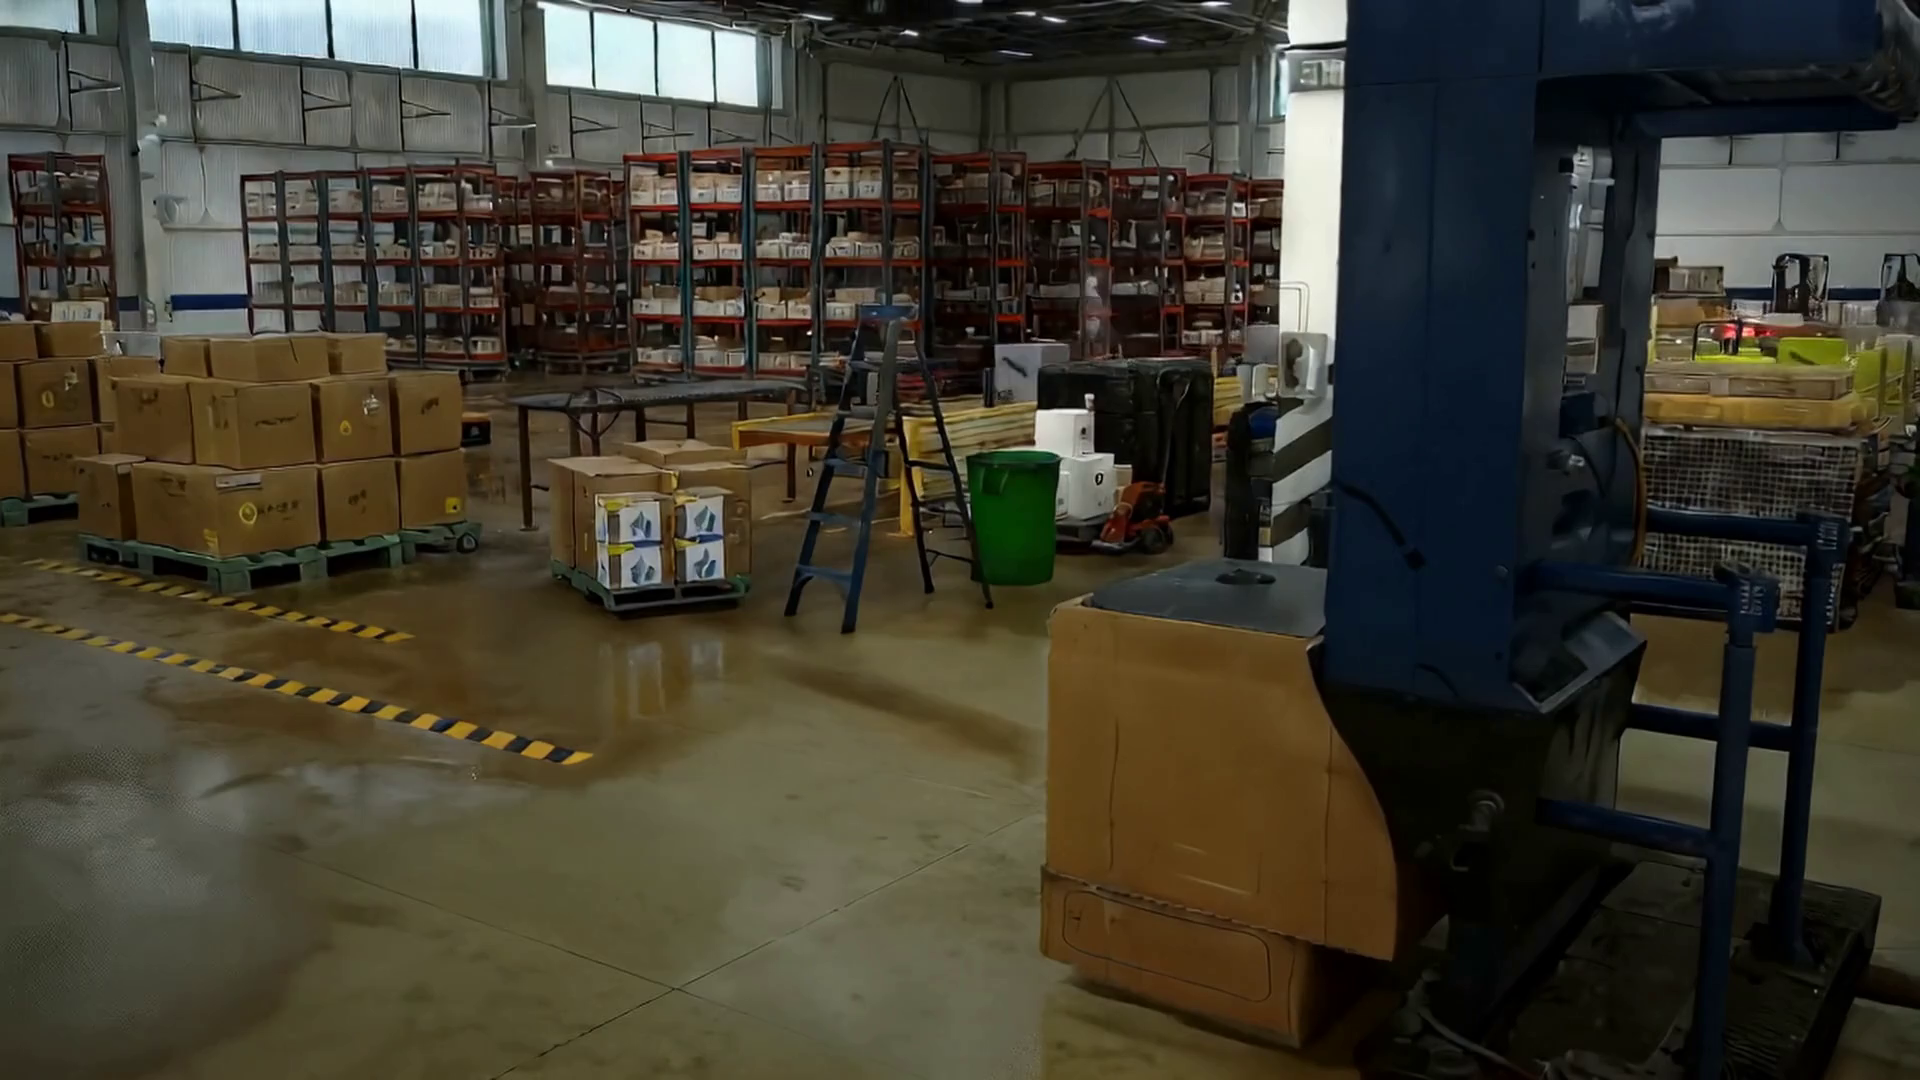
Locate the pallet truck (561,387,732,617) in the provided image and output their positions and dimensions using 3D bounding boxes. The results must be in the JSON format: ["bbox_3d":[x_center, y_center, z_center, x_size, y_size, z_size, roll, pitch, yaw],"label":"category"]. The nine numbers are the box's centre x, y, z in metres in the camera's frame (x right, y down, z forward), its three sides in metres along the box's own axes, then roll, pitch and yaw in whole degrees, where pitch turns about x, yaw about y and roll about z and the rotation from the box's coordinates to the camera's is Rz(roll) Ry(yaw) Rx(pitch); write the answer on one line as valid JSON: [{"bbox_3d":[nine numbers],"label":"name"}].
[{"bbox_3d":[-1.981,-0.274,10.088,0.680,1.201,1.601,-5,11,-28],"label":"pallet truck"}]

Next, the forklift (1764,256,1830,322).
[{"bbox_3d":[20.253,-5.854,40.139,1.157,1.987,2.680,7,12,35],"label":"forklift"}]

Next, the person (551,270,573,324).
[{"bbox_3d":[-9.244,-5.377,38.710,0.574,1.826,0.770,4,11,25],"label":"person"}]

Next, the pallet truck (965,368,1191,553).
[{"bbox_3d":[0.845,-0.609,11.869,1.630,1.274,0.653,7,12,35],"label":"pallet truck"}]

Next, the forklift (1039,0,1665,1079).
[{"bbox_3d":[1.249,-0.137,4.360,1.873,2.768,1.129,7,12,35],"label":"forklift"}]

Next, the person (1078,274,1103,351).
[{"bbox_3d":[2.283,-3.578,28.070,0.785,1.811,0.599,4,10,21],"label":"person"}]

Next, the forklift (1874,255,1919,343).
[{"bbox_3d":[22.089,-5.634,38.796,1.157,1.987,2.680,6,11,33],"label":"forklift"}]
